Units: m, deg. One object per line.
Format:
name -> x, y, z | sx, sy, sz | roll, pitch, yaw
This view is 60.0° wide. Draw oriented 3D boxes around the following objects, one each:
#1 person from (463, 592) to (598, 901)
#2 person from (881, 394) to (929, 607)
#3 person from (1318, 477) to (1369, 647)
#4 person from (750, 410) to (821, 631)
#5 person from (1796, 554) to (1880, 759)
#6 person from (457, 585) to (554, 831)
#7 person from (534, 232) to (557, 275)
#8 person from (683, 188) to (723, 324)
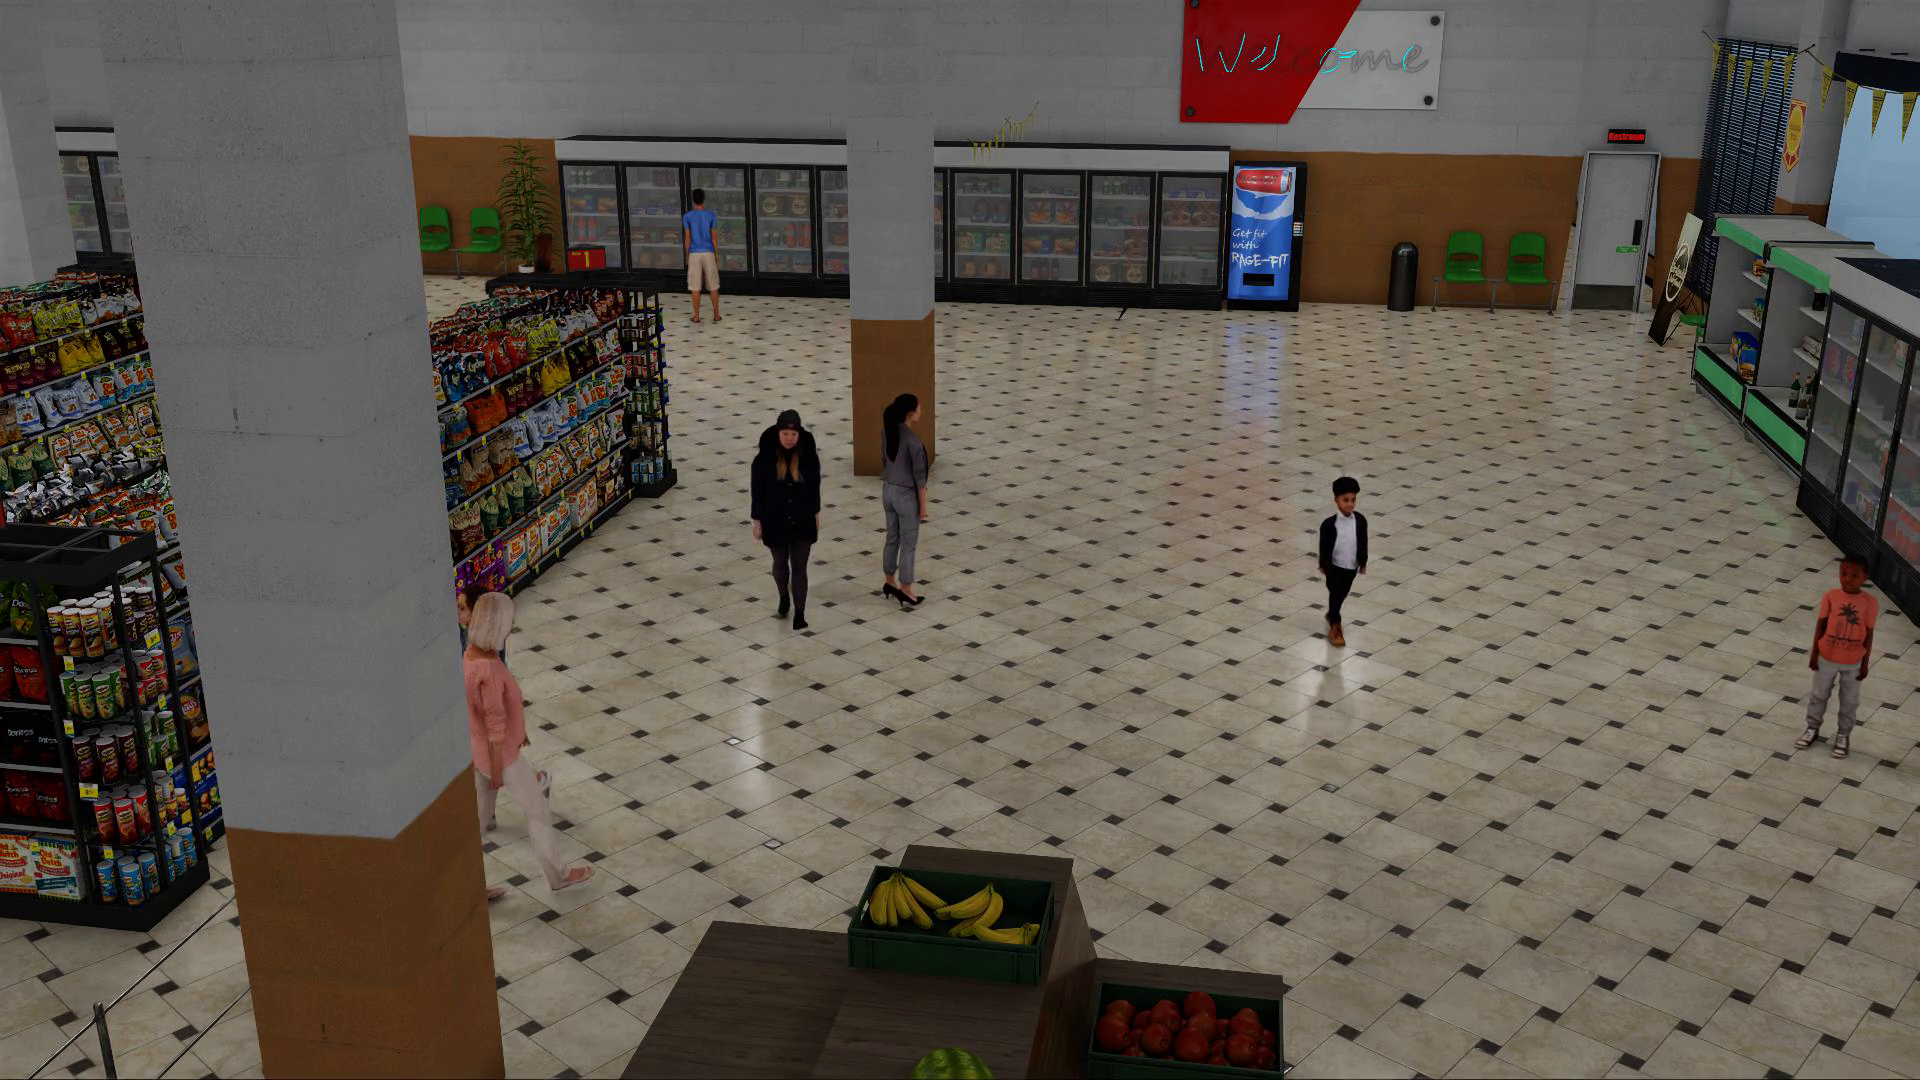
person -> -2.481, 1.116, 8.539 | 1.005, 1.691, 0.941 | -13, 23, -34
person -> -0.451, -0.305, 12.783 | 0.764, 1.673, 0.722 | -16, 24, -39
person -> 2.803, 0.118, 12.253 | 0.647, 1.210, 0.807 | -3, 19, -8
person -> -1.297, -0.178, 12.464 | 0.880, 1.636, 1.096 | -2, 19, -7
person -> 5.497, 0.703, 10.364 | 0.545, 1.307, 0.574 | 13, 23, 35
person -> -2.611, 0.949, 9.387 | 0.910, 1.466, 0.827 | -15, 24, -38
person -> -5.211, -2.940, 20.584 | 0.945, 1.680, 0.998 | -6, 19, -17
person -> -3.649, -4.026, 23.520 | 0.727, 1.862, 0.706 | -5, 19, -15
